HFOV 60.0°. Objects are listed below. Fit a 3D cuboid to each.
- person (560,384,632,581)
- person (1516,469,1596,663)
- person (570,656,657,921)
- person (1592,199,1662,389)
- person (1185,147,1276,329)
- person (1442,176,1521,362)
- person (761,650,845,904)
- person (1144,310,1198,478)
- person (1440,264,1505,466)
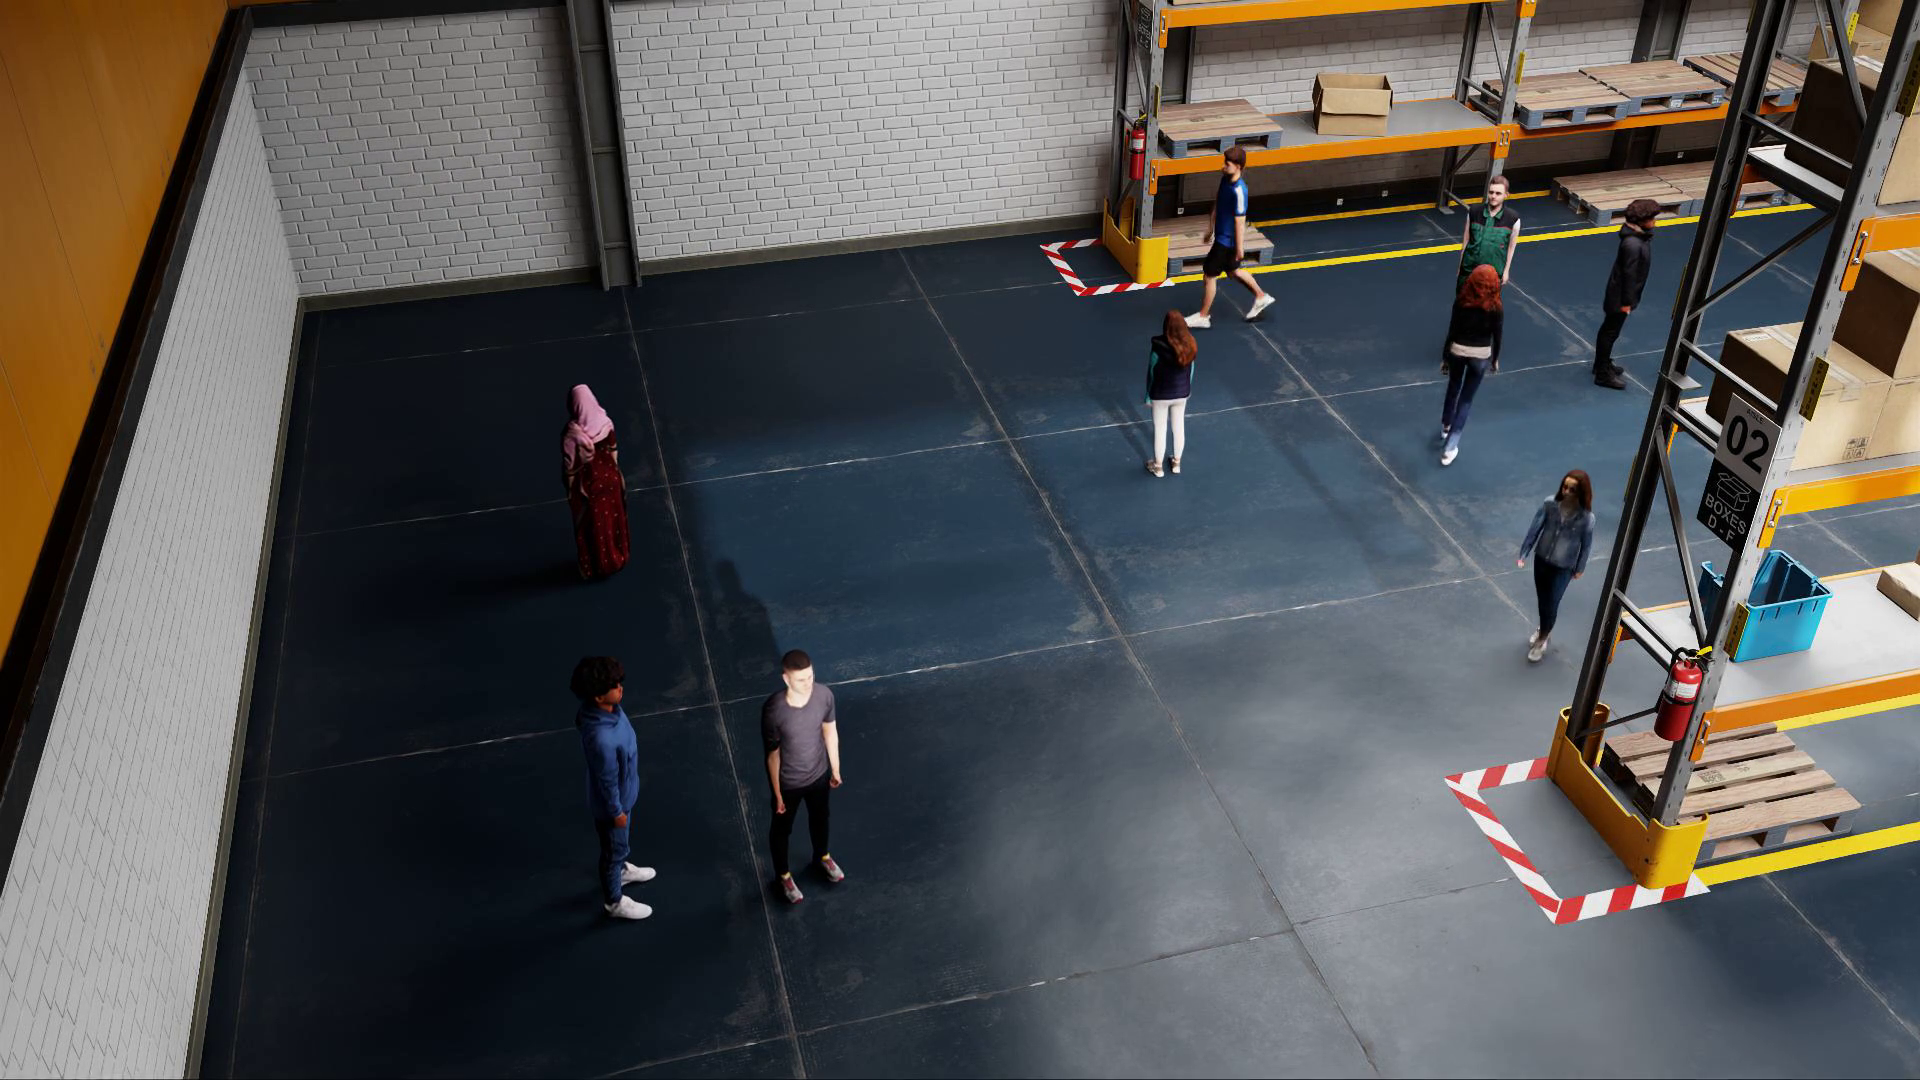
[{"bbox_3d":[-2.767,-0.449,12.559,0.701,1.639,0.815,-28,43,-35],"label":"person"},{"bbox_3d":[4.278,0.124,11.856,0.789,1.463,0.718,-28,43,-35],"label":"person"},{"bbox_3d":[-2.012,1.417,9.602,0.611,1.805,0.701,-3,34,-4],"label":"person"},{"bbox_3d":[6.045,-2.272,15.175,0.758,1.780,0.725,11,35,16],"label":"person"},{"bbox_3d":[2.679,-2.915,16.099,1.263,1.828,0.776,-3,34,-4],"label":"person"},{"bbox_3d":[4.861,-2.509,15.474,0.728,1.843,0.803,14,36,20],"label":"person"},{"bbox_3d":[-0.934,1.355,9.735,0.588,1.761,0.753,-20,39,-28],"label":"person"},{"bbox_3d":[1.747,-1.228,13.857,0.513,1.500,0.629,-10,35,-14],"label":"person"},{"bbox_3d":[4.231,-1.433,13.926,0.924,1.764,0.998,20,38,27],"label":"person"}]
